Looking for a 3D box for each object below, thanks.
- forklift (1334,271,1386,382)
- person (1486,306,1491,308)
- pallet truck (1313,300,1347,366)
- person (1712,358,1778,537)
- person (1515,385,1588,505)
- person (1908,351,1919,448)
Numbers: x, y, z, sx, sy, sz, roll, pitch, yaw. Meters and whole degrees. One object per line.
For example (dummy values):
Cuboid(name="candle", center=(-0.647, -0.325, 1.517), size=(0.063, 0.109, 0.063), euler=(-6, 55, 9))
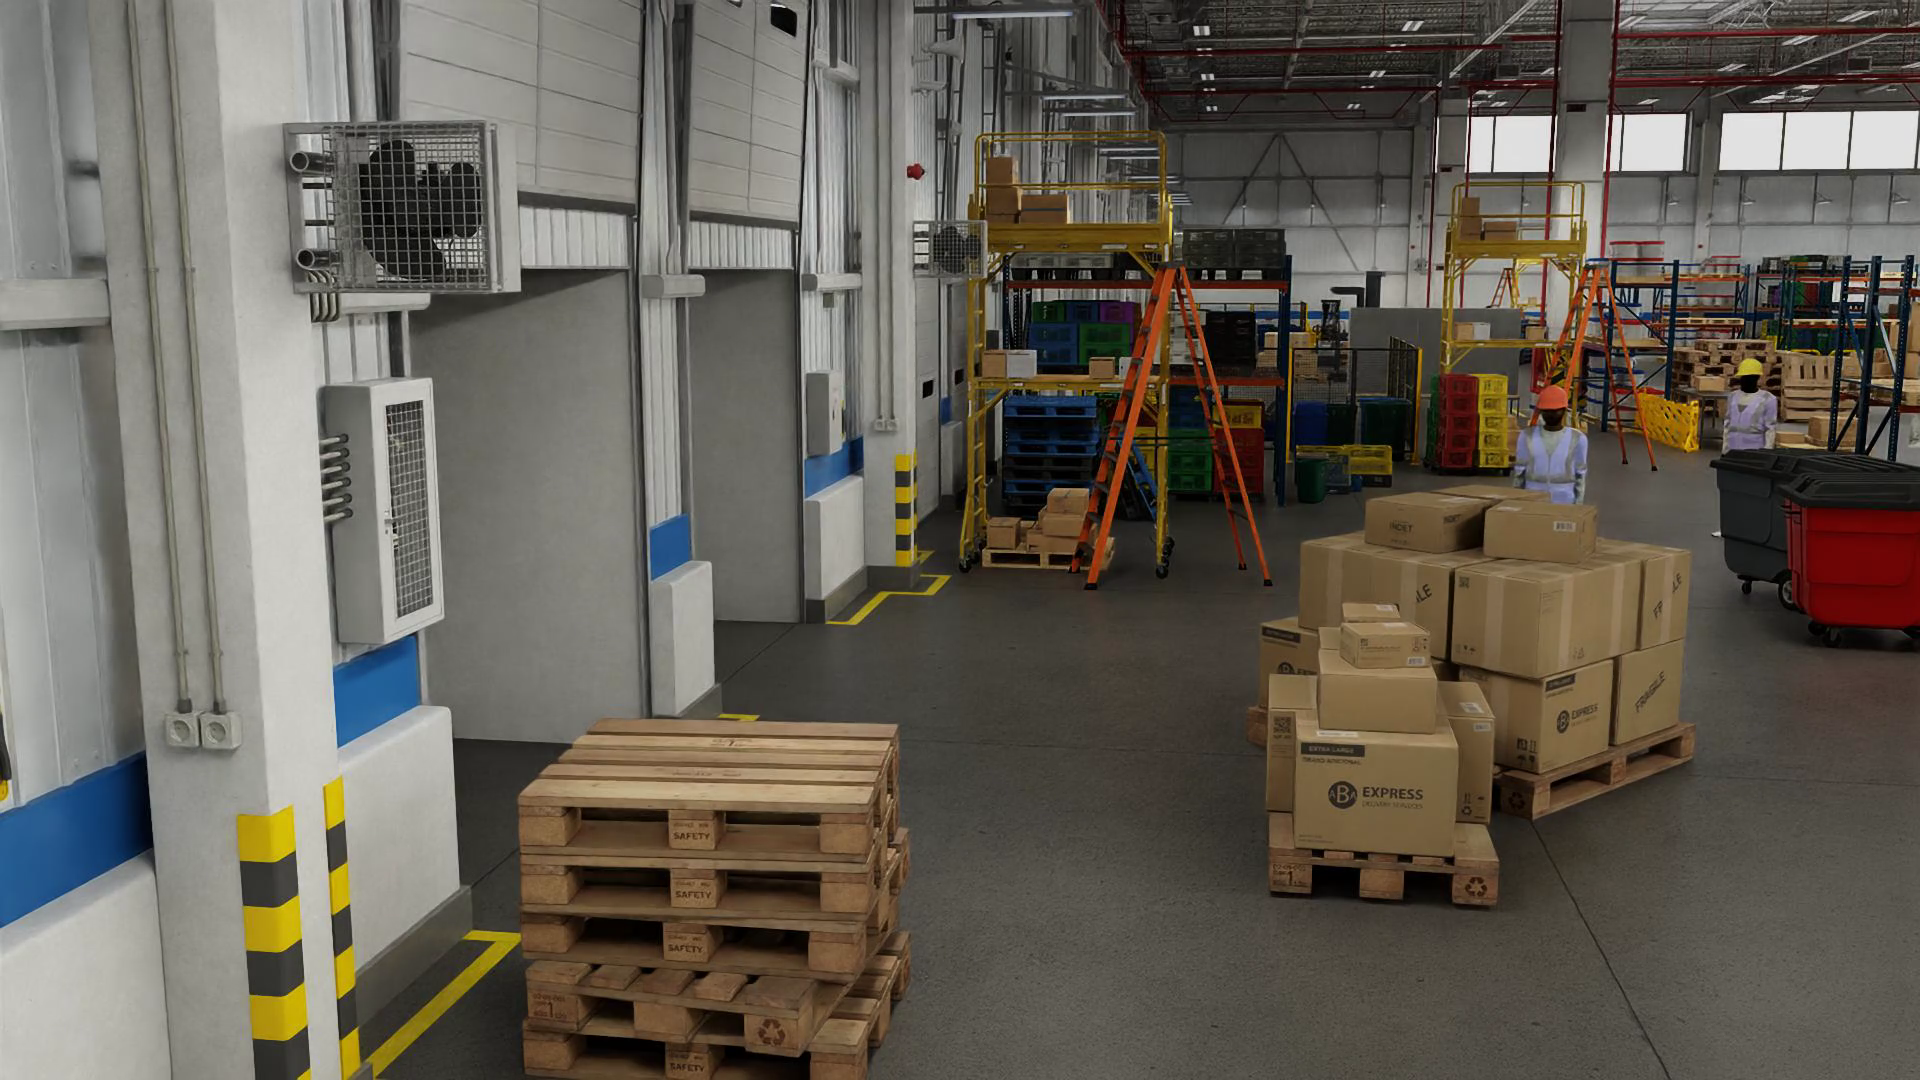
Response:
Cuboid(name="forklift", center=(10.436, -5.400, 42.069), size=(1.873, 2.768, 1.129), euler=(1, 9, 9))
Cuboid(name="person", center=(17.307, -6.835, 54.561), size=(0.535, 1.697, 0.318), euler=(-7, 11, -35))
Cuboid(name="pallet truck", center=(11.159, -6.200, 49.718), size=(0.823, 1.965, 1.885), euler=(4, 10, 26))
Cuboid(name="person", center=(8.300, -0.952, 17.563), size=(0.370, 1.928, 0.585), euler=(-5, 10, -28))
Cuboid(name="person", center=(4.743, -0.281, 13.396), size=(0.547, 1.938, 0.378), euler=(4, 10, 24))
Cuboid(name="person", center=(15.513, -2.342, 26.742), size=(0.321, 1.736, 0.488), euler=(4, 10, 25))
